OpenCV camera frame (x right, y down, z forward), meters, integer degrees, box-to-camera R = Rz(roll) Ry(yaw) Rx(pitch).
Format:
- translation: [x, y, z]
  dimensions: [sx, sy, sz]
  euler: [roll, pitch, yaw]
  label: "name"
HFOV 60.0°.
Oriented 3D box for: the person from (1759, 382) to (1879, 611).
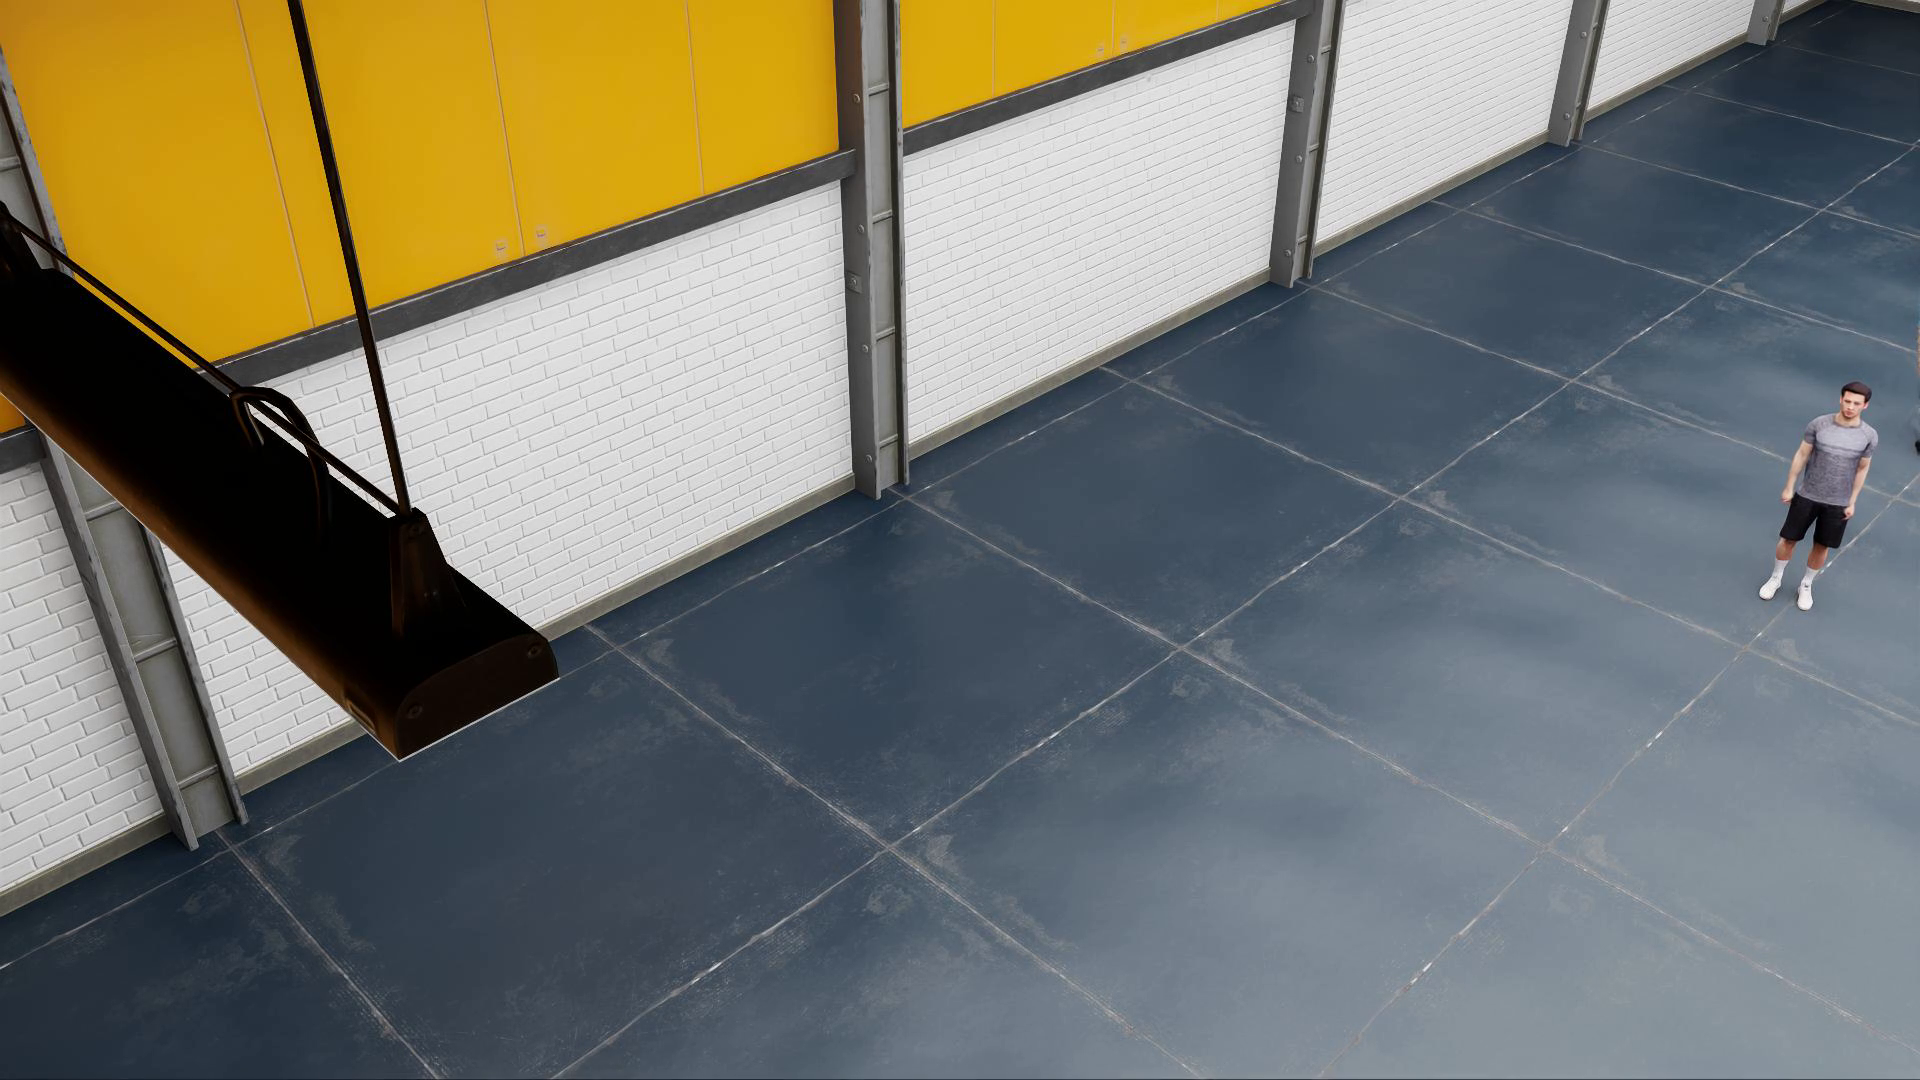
- translation: [6.527, -0.353, 12.561]
  dimensions: [0.714, 1.871, 0.644]
  euler: [17, 37, 24]
  label: "person"
